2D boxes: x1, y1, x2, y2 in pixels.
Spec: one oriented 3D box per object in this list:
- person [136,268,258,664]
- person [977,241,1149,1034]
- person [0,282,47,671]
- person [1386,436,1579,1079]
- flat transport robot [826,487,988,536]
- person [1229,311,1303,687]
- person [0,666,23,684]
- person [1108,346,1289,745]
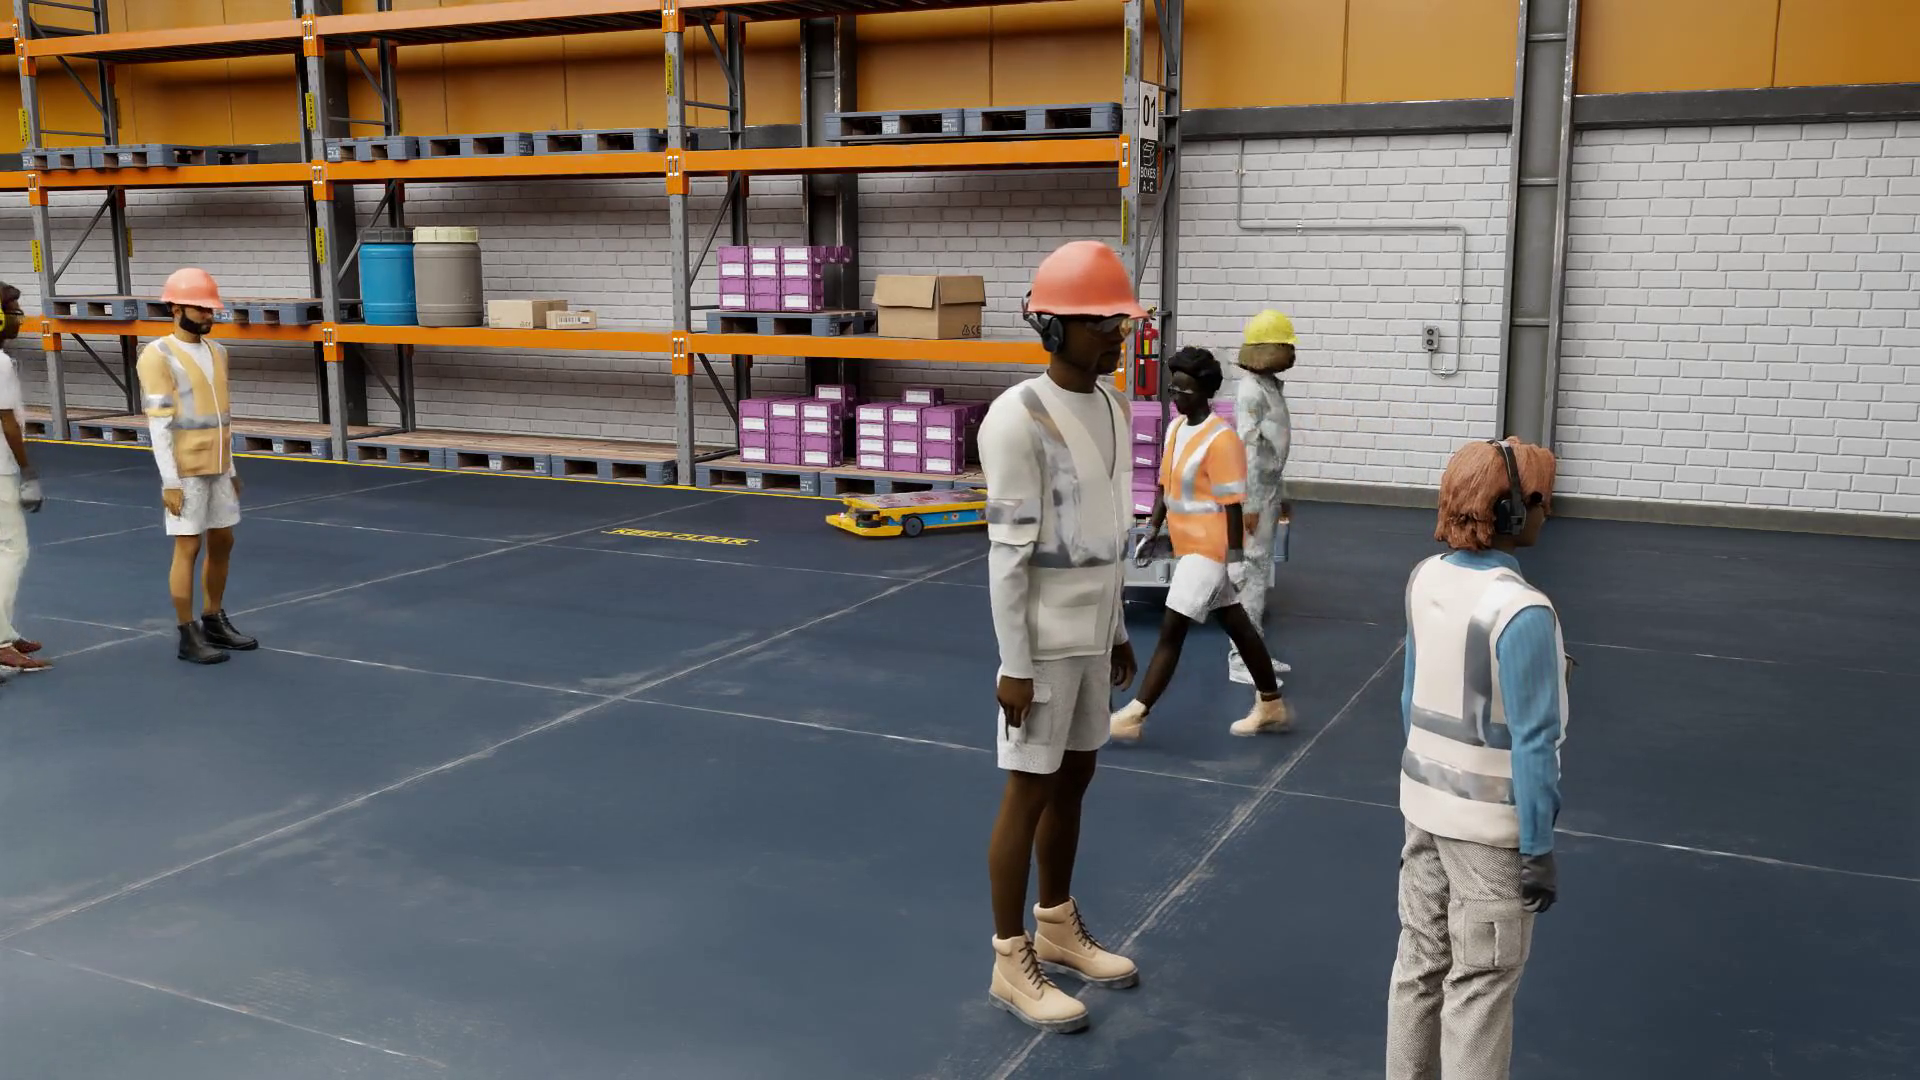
[{"bbox_3d":[-3.742,-0.359,8.184,0.385,1.932,0.579,2,10,14],"label":"person"},{"bbox_3d":[0.300,0.247,4.392,0.397,2.043,0.609,7,12,34],"label":"person"},{"bbox_3d":[-4.720,-0.306,8.063,0.730,1.870,0.447,7,12,37],"label":"person"},{"bbox_3d":[1.088,0.601,3.514,0.309,1.641,0.513,-2,10,-14],"label":"person"},{"bbox_3d":[-0.192,-0.215,12.107,1.431,0.197,0.652,-5,11,-27],"label":"flat transport robot"},{"bbox_3d":[1.445,-0.201,7.808,0.333,1.731,0.511,4,11,21],"label":"person"},{"bbox_3d":[-4.853,-0.137,7.350,1.001,1.789,0.569,-2,10,-12],"label":"person"},{"bbox_3d":[0.969,0.030,6.781,0.915,1.634,0.512,-2,10,-9],"label":"person"}]
